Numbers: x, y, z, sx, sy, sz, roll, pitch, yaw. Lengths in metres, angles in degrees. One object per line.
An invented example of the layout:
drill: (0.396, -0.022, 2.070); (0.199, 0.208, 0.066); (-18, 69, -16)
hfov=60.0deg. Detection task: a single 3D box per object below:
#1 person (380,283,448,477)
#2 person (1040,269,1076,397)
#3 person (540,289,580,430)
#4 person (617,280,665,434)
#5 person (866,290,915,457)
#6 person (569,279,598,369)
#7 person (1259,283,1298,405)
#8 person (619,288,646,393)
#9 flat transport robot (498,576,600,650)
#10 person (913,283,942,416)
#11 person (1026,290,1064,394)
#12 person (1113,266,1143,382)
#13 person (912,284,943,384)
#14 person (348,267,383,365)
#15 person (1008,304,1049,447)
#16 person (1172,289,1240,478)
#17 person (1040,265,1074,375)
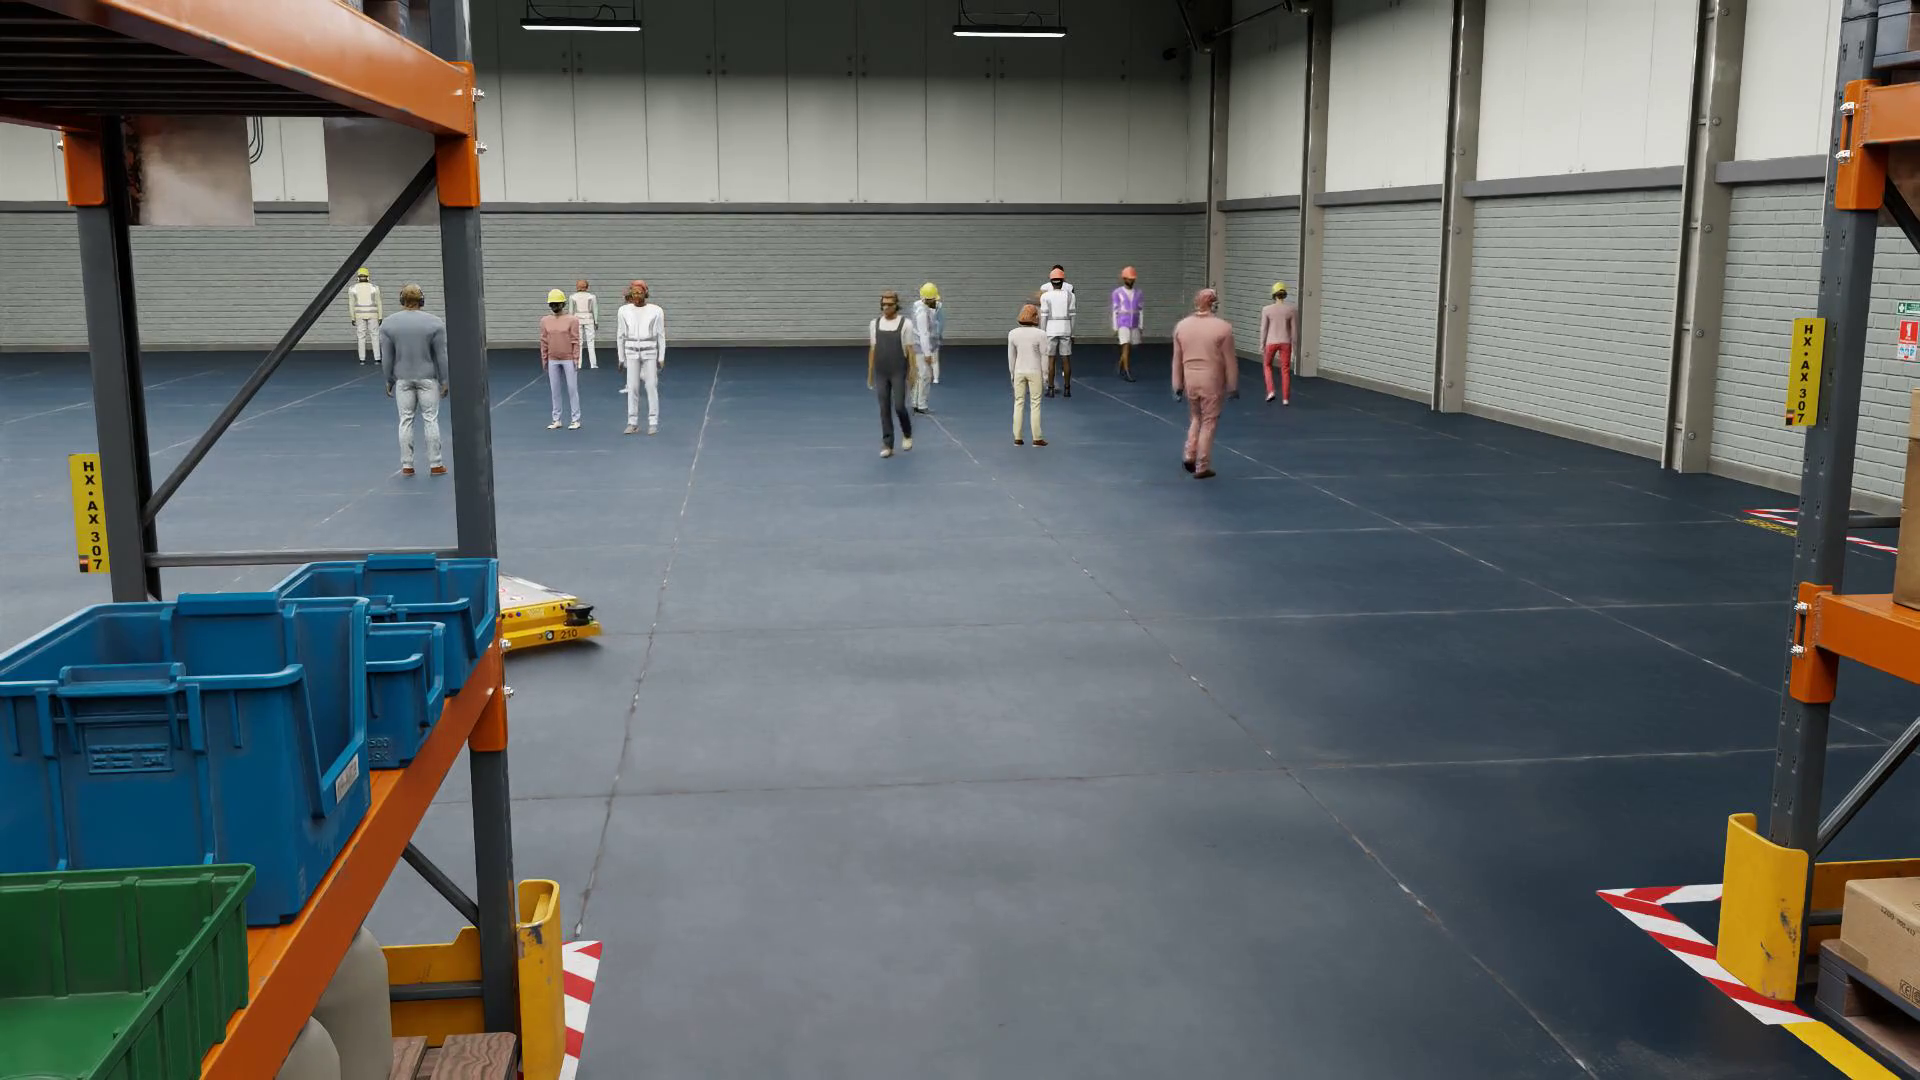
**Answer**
person: (-5.453, -1.594, 16.688); (0.637, 1.938, 0.357); (-1, 10, -8)
person: (1.462, -3.101, 24.985); (0.542, 1.928, 0.374); (-1, 10, -8)
person: (-4.997, -2.253, 20.808); (0.518, 1.756, 0.343); (2, 10, 9)
person: (-3.894, -2.231, 20.327); (0.584, 1.883, 0.337); (0, 10, 1)
person: (-0.750, -1.822, 18.239); (0.520, 1.833, 0.449); (4, 11, 20)
person: (-6.847, -3.923, 30.285); (0.520, 1.636, 0.312); (-1, 10, -5)
person: (4.568, -2.806, 23.902); (0.565, 1.742, 0.571); (0, 10, -1)
person: (-4.993, -3.045, 25.512); (0.568, 1.625, 0.519); (3, 11, 16)
flat transport robot: (-2.855, 0.419, 10.224); (0.652, 0.197, 1.431); (-9, 13, -40)
person: (-0.457, -2.571, 22.481); (0.434, 1.785, 0.732); (1, 10, 5)
person: (1.244, -3.010, 25.409); (0.732, 1.609, 0.490); (-3, 11, -17)
person: (2.788, -3.614, 27.820); (0.548, 1.918, 0.661); (-4, 11, -20)
person: (-0.536, -3.356, 27.173); (0.519, 1.639, 0.313); (-3, 11, -16)
person: (-11.194, -4.218, 31.379); (0.588, 1.829, 0.404); (-3, 11, -15)
person: (0.792, -1.887, 19.133); (0.499, 1.633, 0.286); (5, 11, 25)
person: (2.480, -1.558, 16.620); (0.657, 1.888, 0.445); (9, 14, 40)
person: (1.690, -3.815, 28.924); (0.595, 1.917, 0.373); (0, 10, 1)
